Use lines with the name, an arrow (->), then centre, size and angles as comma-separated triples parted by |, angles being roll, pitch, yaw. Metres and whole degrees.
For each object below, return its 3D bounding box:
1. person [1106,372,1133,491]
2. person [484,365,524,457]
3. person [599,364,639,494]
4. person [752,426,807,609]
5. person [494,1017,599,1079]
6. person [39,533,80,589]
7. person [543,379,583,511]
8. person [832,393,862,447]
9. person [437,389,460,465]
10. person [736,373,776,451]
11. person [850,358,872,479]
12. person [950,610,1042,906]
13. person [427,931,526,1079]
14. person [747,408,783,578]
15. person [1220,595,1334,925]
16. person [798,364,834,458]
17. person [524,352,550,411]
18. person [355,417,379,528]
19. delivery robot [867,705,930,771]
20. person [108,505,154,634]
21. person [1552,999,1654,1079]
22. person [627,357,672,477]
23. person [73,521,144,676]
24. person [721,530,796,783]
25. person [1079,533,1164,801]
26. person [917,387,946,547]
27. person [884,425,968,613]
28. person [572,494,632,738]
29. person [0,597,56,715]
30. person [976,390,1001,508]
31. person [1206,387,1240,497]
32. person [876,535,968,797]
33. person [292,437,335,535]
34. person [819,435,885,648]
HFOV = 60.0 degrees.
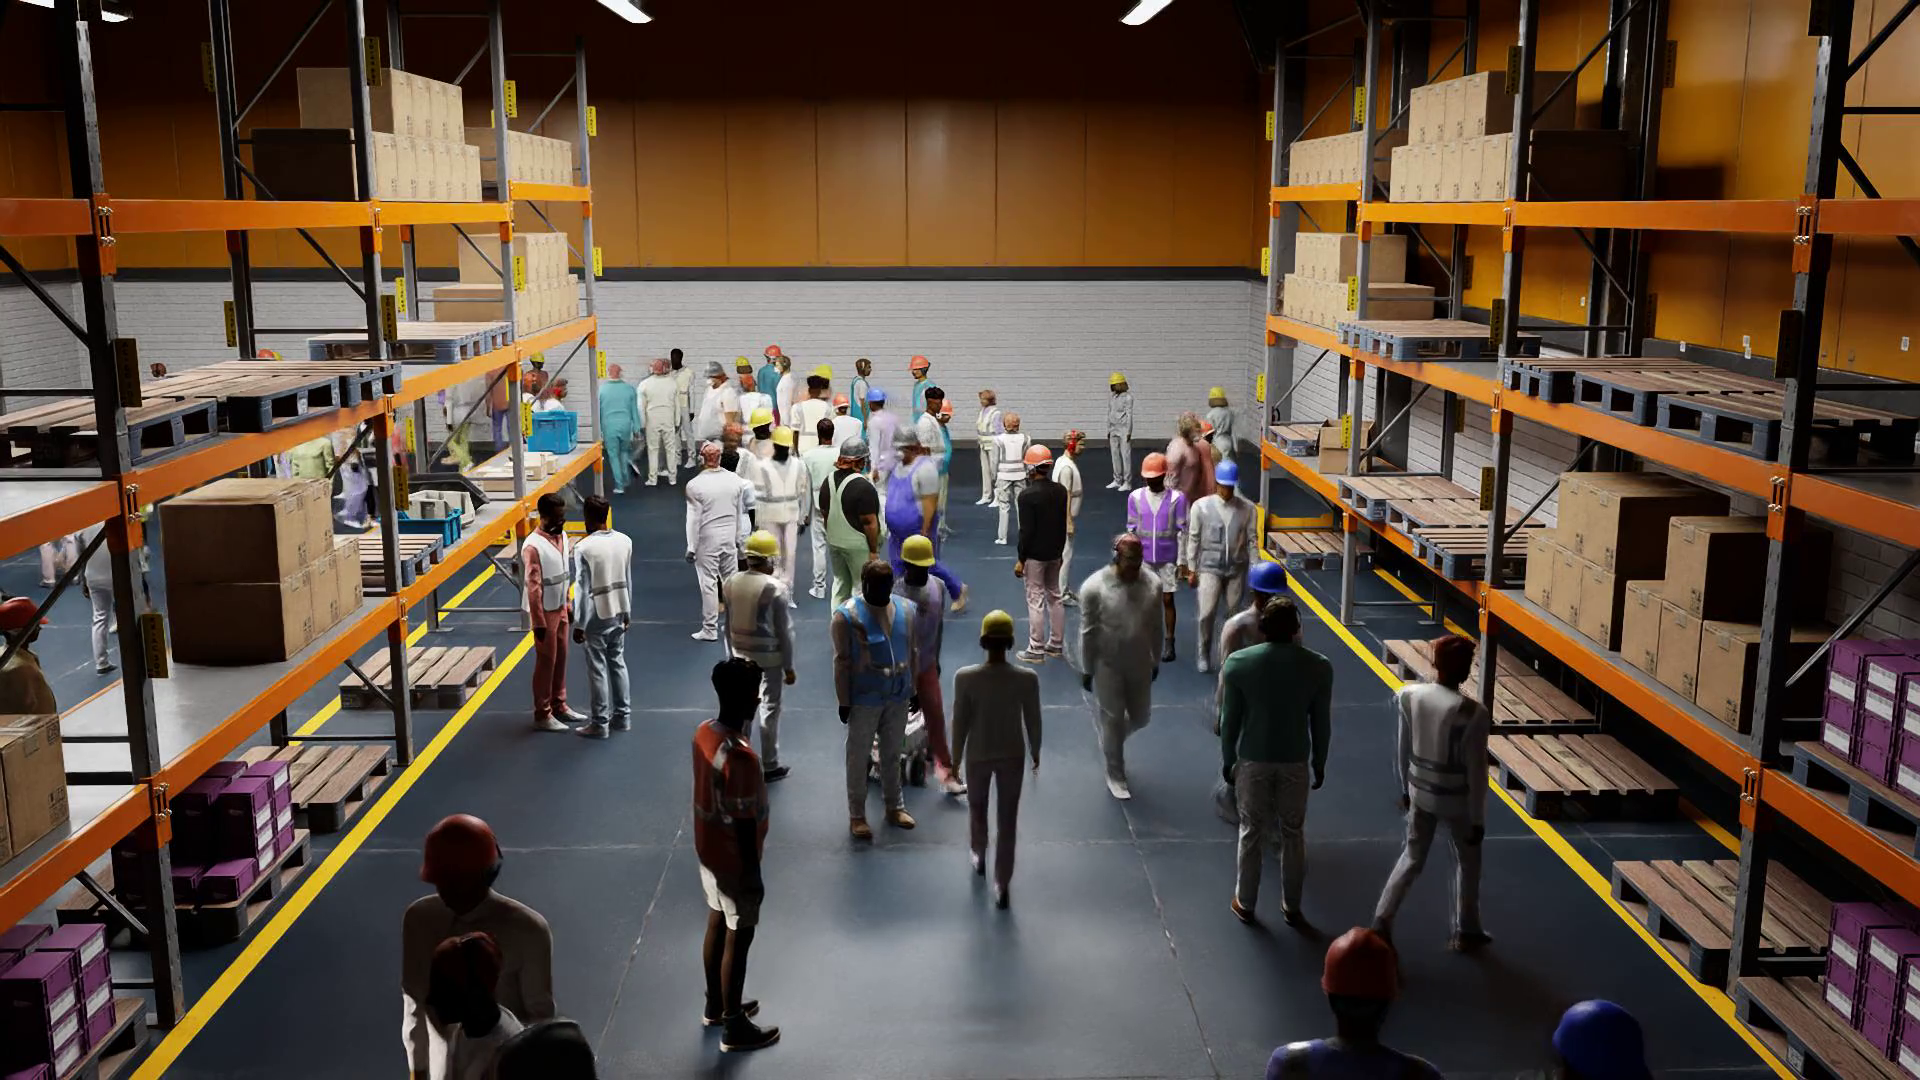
person -> 2.327, -1.595, 24.413 | 0.324, 1.730, 0.494 | -9, 14, -37
person -> -7.358, -2.200, 26.861 | 0.636, 1.956, 0.901 | -4, 12, -21
person -> -5.034, -1.626, 24.209 | 0.632, 1.869, 0.807 | -6, 13, -27
person -> -1.885, -0.256, 17.269 | 0.595, 1.907, 0.612 | -5, 12, -23
person -> -1.225, 2.229, 4.455 | 0.847, 2.000, 0.684 | -4, 12, -21
person -> -9.871, -0.385, 18.049 | 0.564, 1.847, 0.396 | -10, 15, -40
person -> -5.369, -1.281, 22.608 | 0.672, 1.822, 0.573 | -6, 13, -28
person -> -1.519, -1.014, 21.432 | 0.570, 1.750, 0.336 | -8, 14, -36
person -> -8.279, -2.226, 26.790 | 0.391, 2.040, 0.614 | -3, 12, -12
person -> -2.836, -1.394, 23.101 | 0.604, 1.862, 0.382 | 3, 12, 15
person -> -1.499, -1.854, 25.420 | 0.336, 1.844, 0.508 | -3, 12, -17
person -> 0.219, 1.265, 10.048 | 0.551, 1.726, 0.832 | 0, 11, 0
person -> -1.476, 2.137, 5.344 | 0.359, 1.878, 0.581 | -8, 14, -33
person -> -2.176, -0.528, 18.595 | 0.587, 1.916, 0.392 | 10, 15, 41
person -> 1.808, 1.267, 9.571 | 0.628, 1.932, 0.371 | 1, 11, 3
person -> -2.202, -1.711, 24.696 | 1.022, 1.864, 0.596 | 9, 14, 37
person -> -6.997, -2.251, 27.627 | 0.339, 1.762, 0.524 | 7, 13, 32
person -> -7.562, -0.966, 21.368 | 0.561, 1.693, 0.321 | 6, 13, 26
delivery robot -> -0.433, 1.395, 12.142 | 0.477, 0.478, 0.707 | 4, 12, 19
person -> -8.173, 0.056, 16.229 | 0.546, 1.679, 0.501 | -2, 11, -8
person -> 1.777, 2.212, 4.941 | 1.031, 1.890, 0.618 | 10, 15, 40
person -> -4.754, -1.860, 25.443 | 0.739, 1.862, 0.741 | -5, 12, -23
person -> -7.495, 0.337, 14.693 | 0.568, 1.743, 0.350 | 1, 11, 4
person -> -1.437, 0.833, 12.015 | 0.601, 1.822, 0.404 | 8, 14, 35
person -> 1.129, 0.847, 11.791 | 0.643, 1.882, 0.658 | -3, 12, -17
person -> -0.354, -0.902, 20.362 | 0.378, 1.958, 0.600 | 1, 11, 4
person -> -0.382, -0.196, 16.616 | 0.913, 2.000, 0.707 | -9, 14, -37
person -> -2.783, 0.592, 13.013 | 0.409, 1.907, 0.598 | 6, 13, 28
person -> -5.741, 1.211, 10.276 | 0.327, 1.753, 0.563 | -9, 14, -37
person -> 0.408, -1.271, 23.043 | 0.319, 1.630, 0.529 | -7, 13, -31
person -> 3.582, -1.249, 22.785 | 0.493, 1.685, 0.954 | -10, 15, -40
person -> -0.296, 0.884, 11.609 | 0.639, 1.872, 0.962 | -8, 14, -35
person -> -7.608, -0.647, 19.567 | 0.533, 1.768, 0.310 | 2, 11, 10
person -> -0.953, 0.034, 15.461 | 0.680, 2.000, 0.537 | 11, 16, 44
